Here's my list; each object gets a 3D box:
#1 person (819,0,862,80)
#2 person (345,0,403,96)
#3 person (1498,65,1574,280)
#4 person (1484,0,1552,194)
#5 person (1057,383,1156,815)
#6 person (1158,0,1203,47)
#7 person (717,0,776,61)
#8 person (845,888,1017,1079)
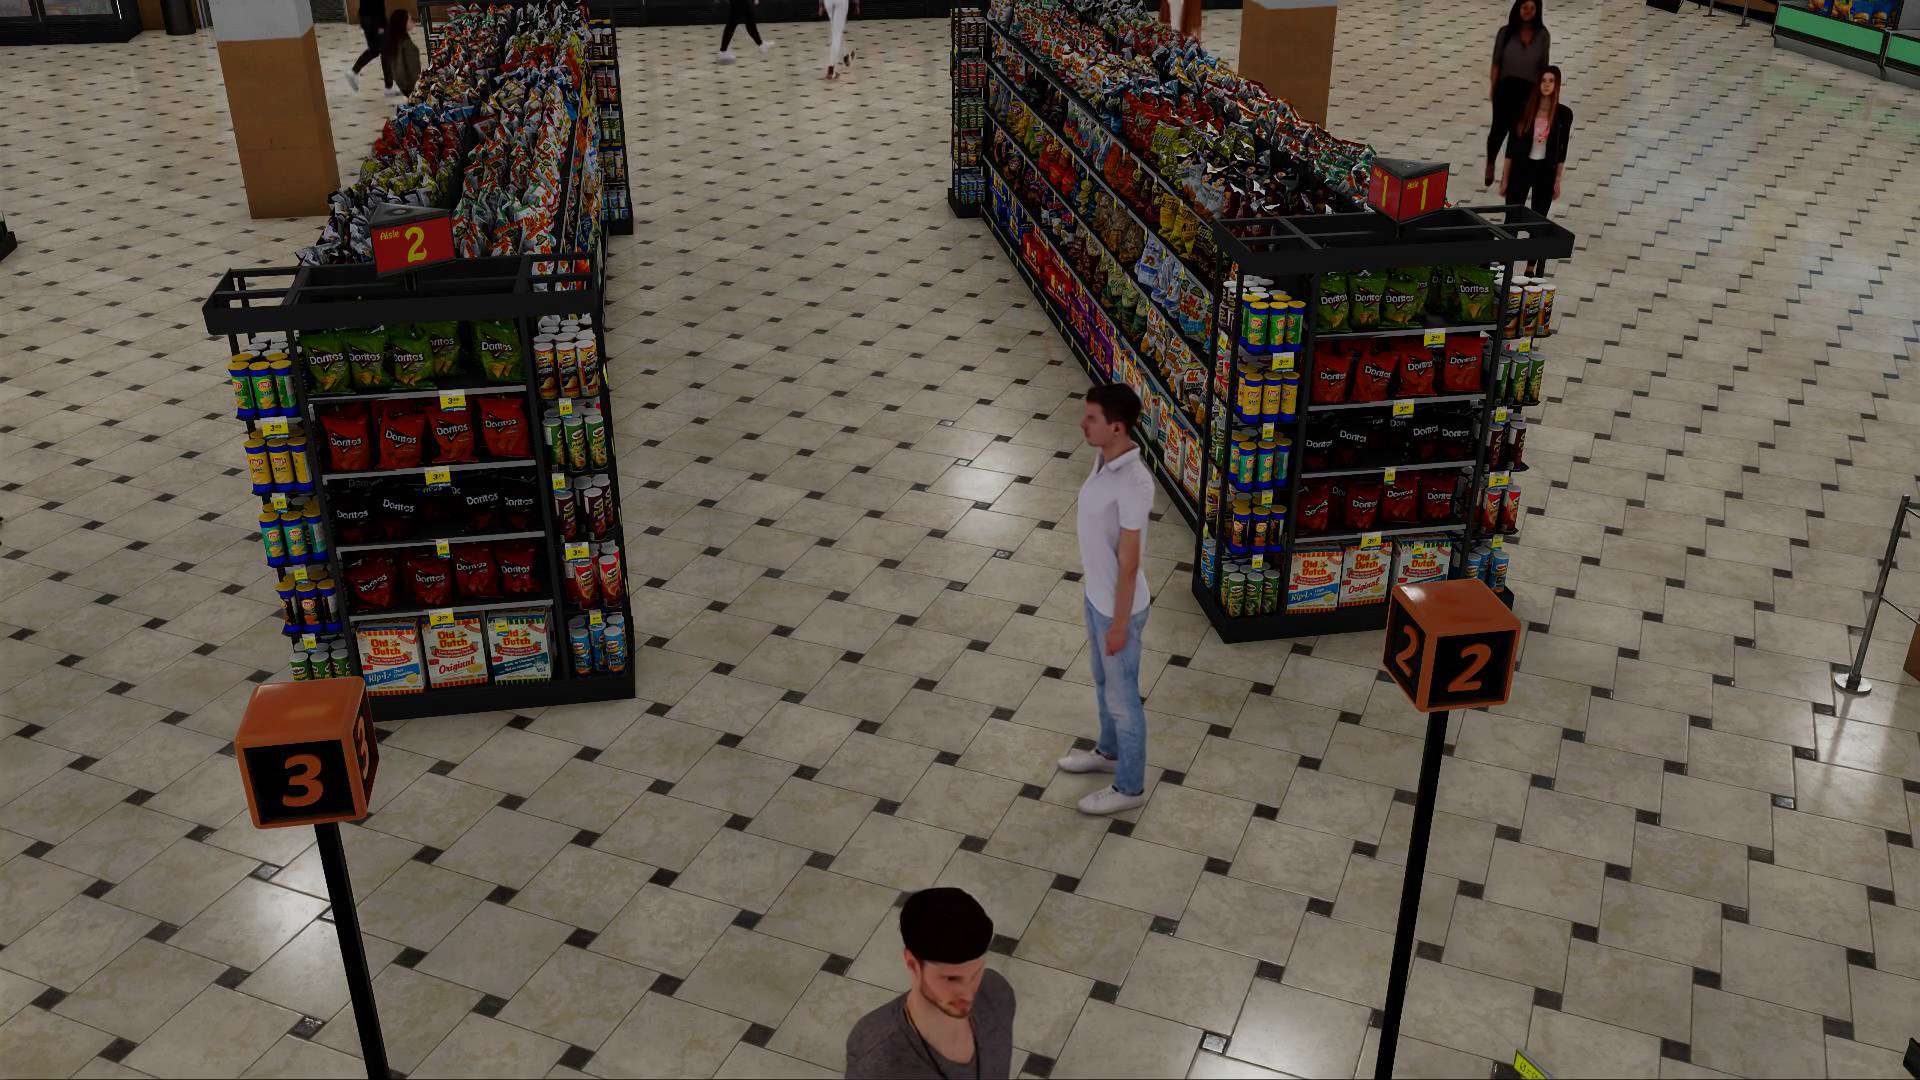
[{"bbox_3d":[-1.513,-6.384,19.986,1.059,1.670,1.250,11,29,21],"label":"person"},{"bbox_3d":[-6.810,-5.917,19.070,0.965,1.666,0.961,-24,35,-39],"label":"person"},{"bbox_3d":[4.443,-2.813,12.899,0.684,1.712,0.684,9,28,17],"label":"person"},{"bbox_3d":[5.123,-4.115,15.337,0.749,1.828,0.769,6,27,11],"label":"person"},{"bbox_3d":[0.637,0.237,6.732,0.694,1.851,0.459,-4,27,-9],"label":"person"},{"bbox_3d":[2.493,-5.613,18.461,1.116,1.675,1.122,21,34,36],"label":"person"},{"bbox_3d":[-2.848,-6.829,20.953,1.054,1.589,1.132,-22,34,-36],"label":"person"},{"bbox_3d":[-0.065,1.600,3.985,0.790,1.903,0.774,23,35,38],"label":"person"}]
